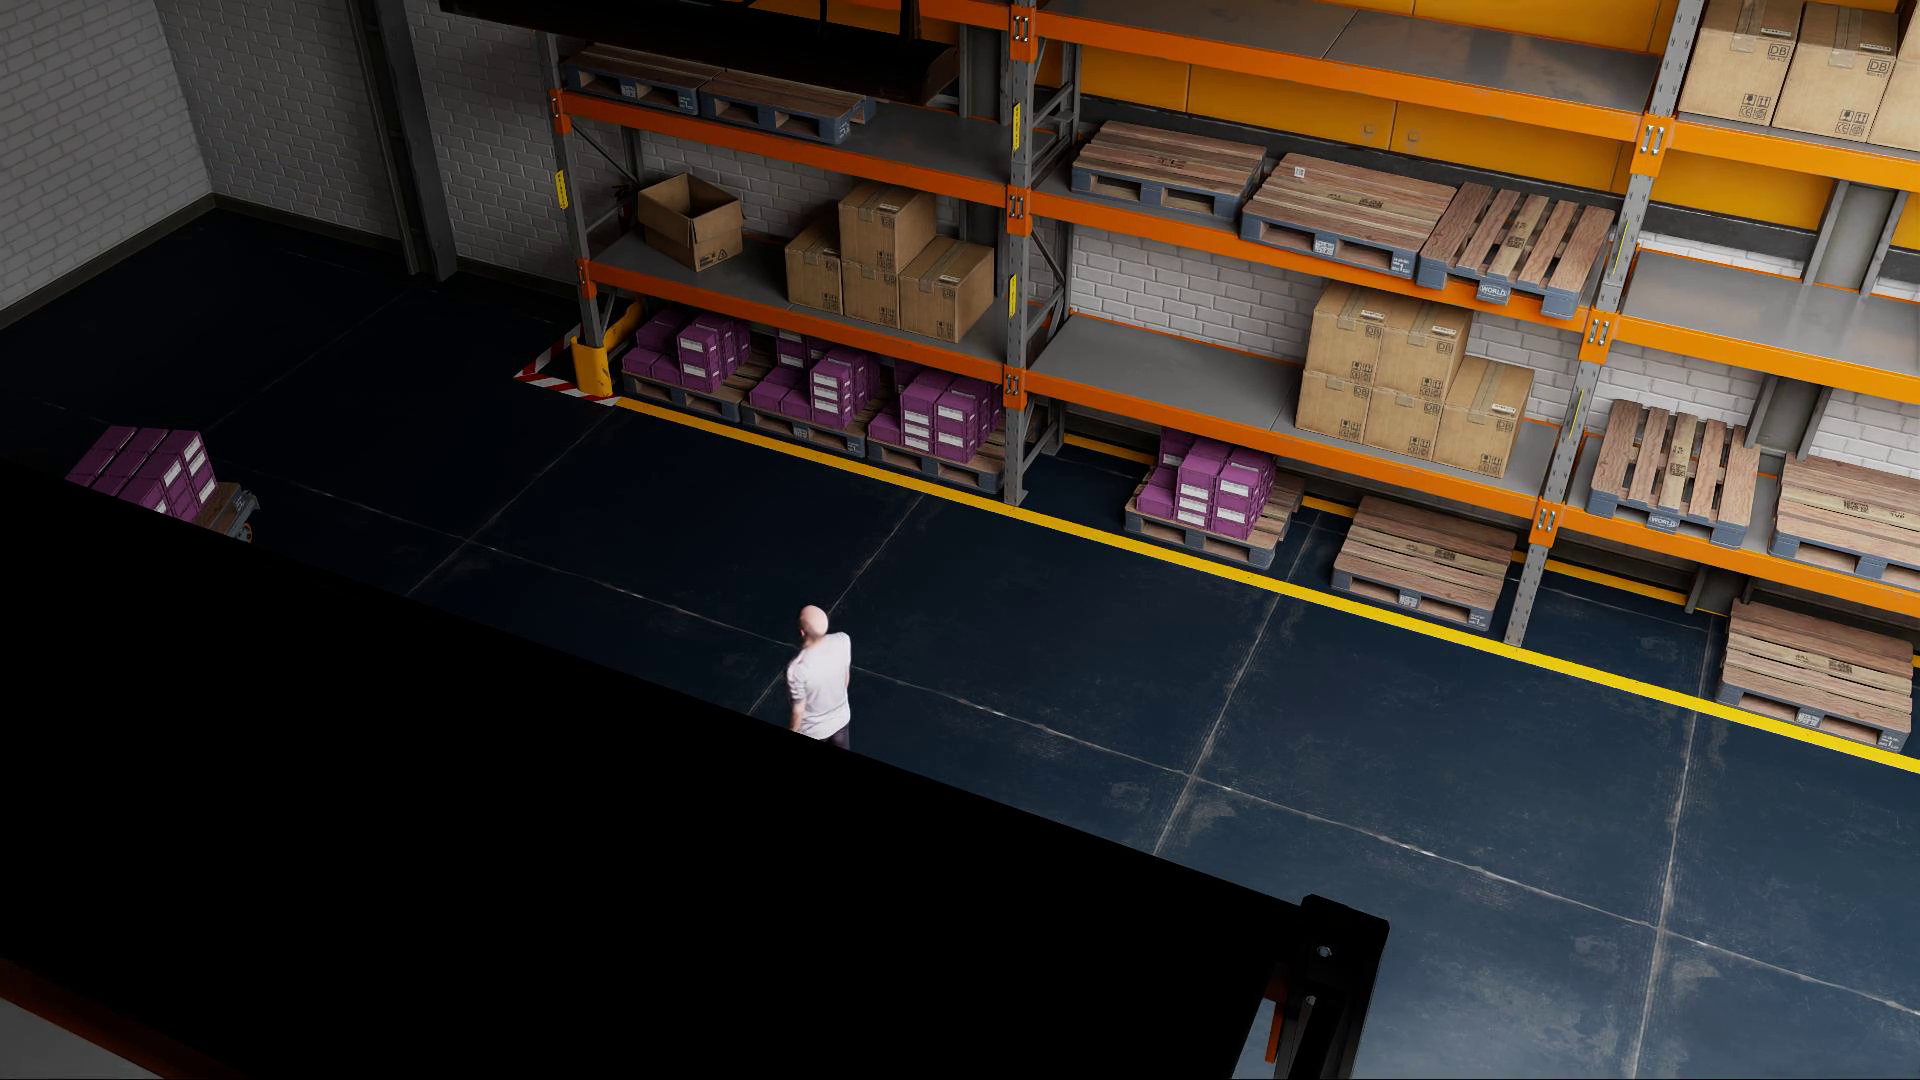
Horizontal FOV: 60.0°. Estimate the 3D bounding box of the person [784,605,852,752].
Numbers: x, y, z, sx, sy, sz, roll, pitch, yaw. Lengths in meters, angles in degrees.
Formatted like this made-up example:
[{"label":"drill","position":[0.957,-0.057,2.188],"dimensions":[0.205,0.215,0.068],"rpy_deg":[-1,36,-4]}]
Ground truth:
[{"label":"person","position":[-0.855,1.115,10.260],"dimensions":[0.688,1.832,0.719],"rpy_deg":[29,47,31]}]
